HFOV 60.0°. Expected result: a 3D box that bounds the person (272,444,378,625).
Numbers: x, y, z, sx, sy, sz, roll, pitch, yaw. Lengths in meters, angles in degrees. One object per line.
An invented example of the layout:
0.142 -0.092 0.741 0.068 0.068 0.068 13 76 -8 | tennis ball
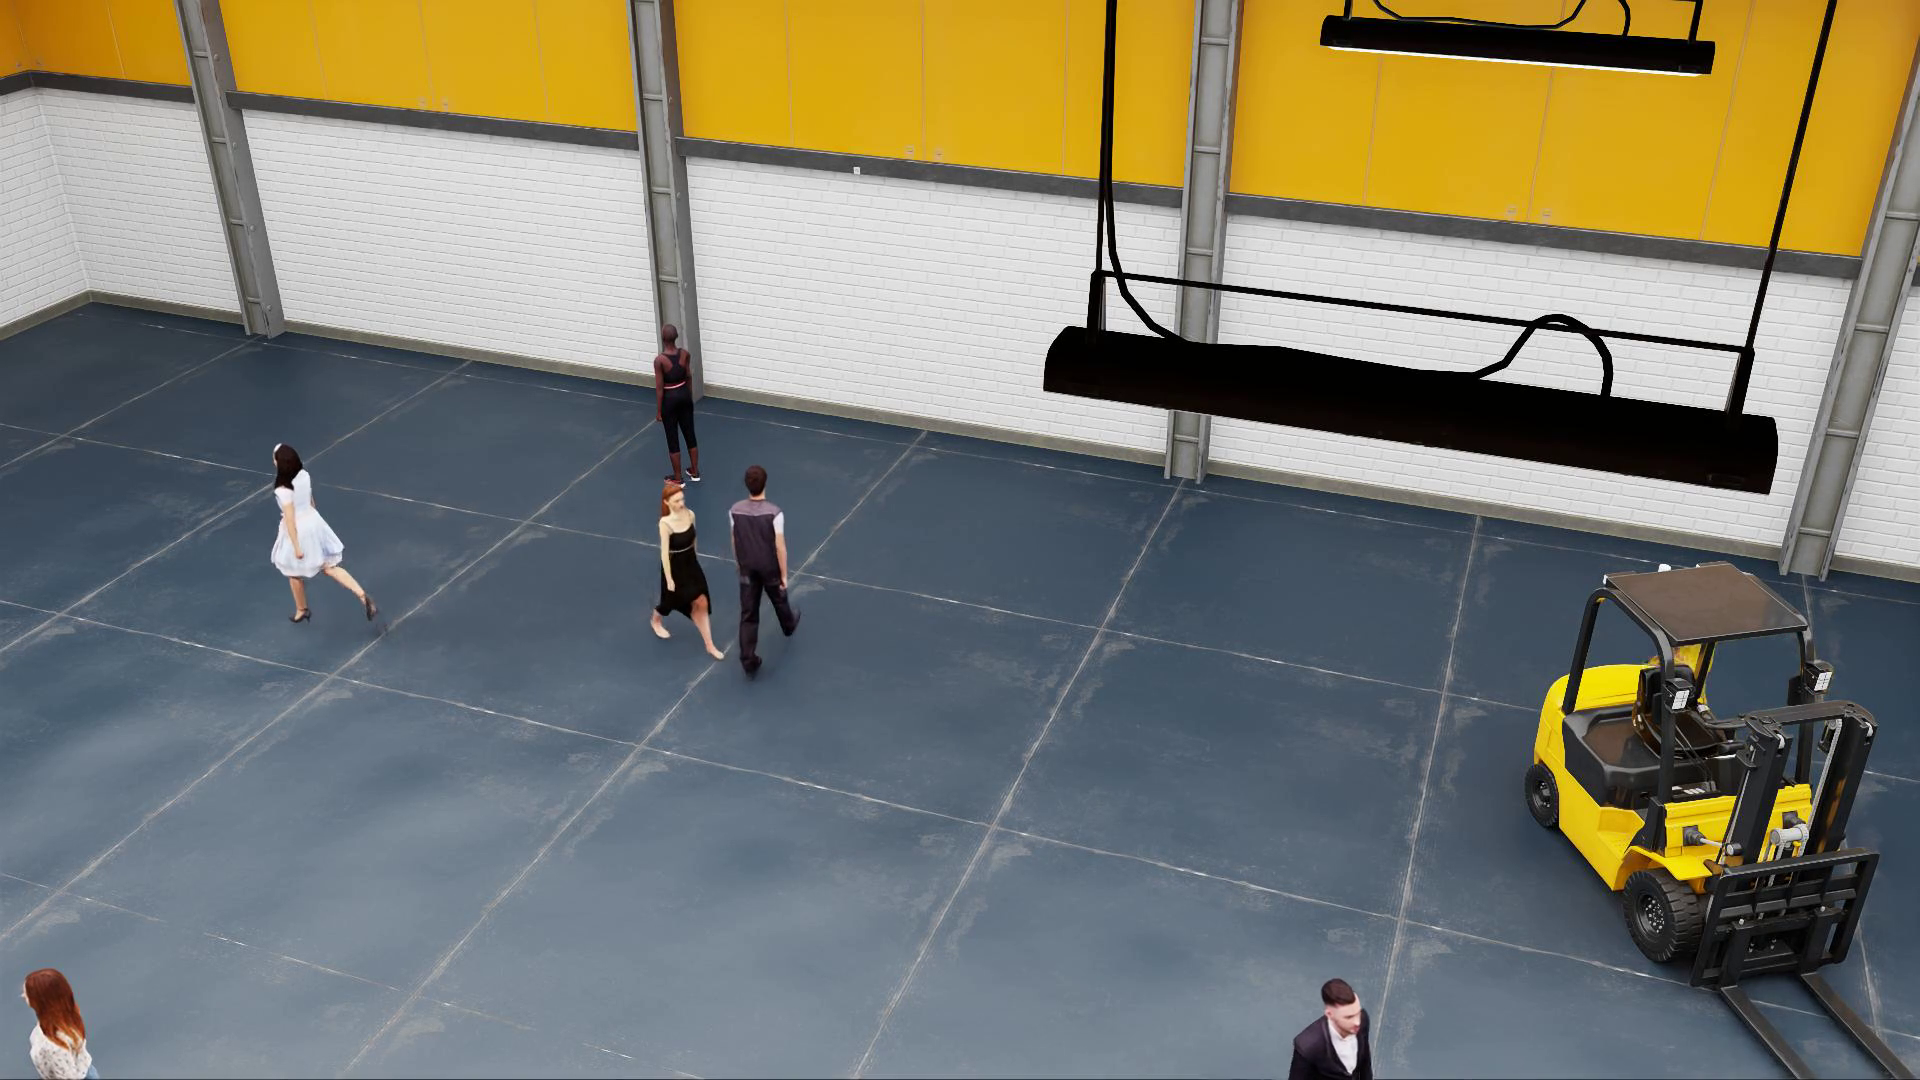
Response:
-5.600 0.026 14.499 1.189 1.781 0.672 9 30 16 | person

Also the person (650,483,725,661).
-2.469 0.236 14.316 1.163 1.587 0.852 23 36 36 | person

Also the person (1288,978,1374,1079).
1.927 3.020 8.985 1.081 1.805 1.292 -21 35 -33 | person

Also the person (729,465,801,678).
-1.712 0.305 13.967 1.160 1.800 0.871 6 29 11 | person

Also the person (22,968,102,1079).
-4.811 3.011 9.082 0.703 1.728 0.653 -11 30 -19 | person

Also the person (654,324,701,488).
-2.922 -1.397 17.133 0.667 1.757 0.693 -21 35 -33 | person
